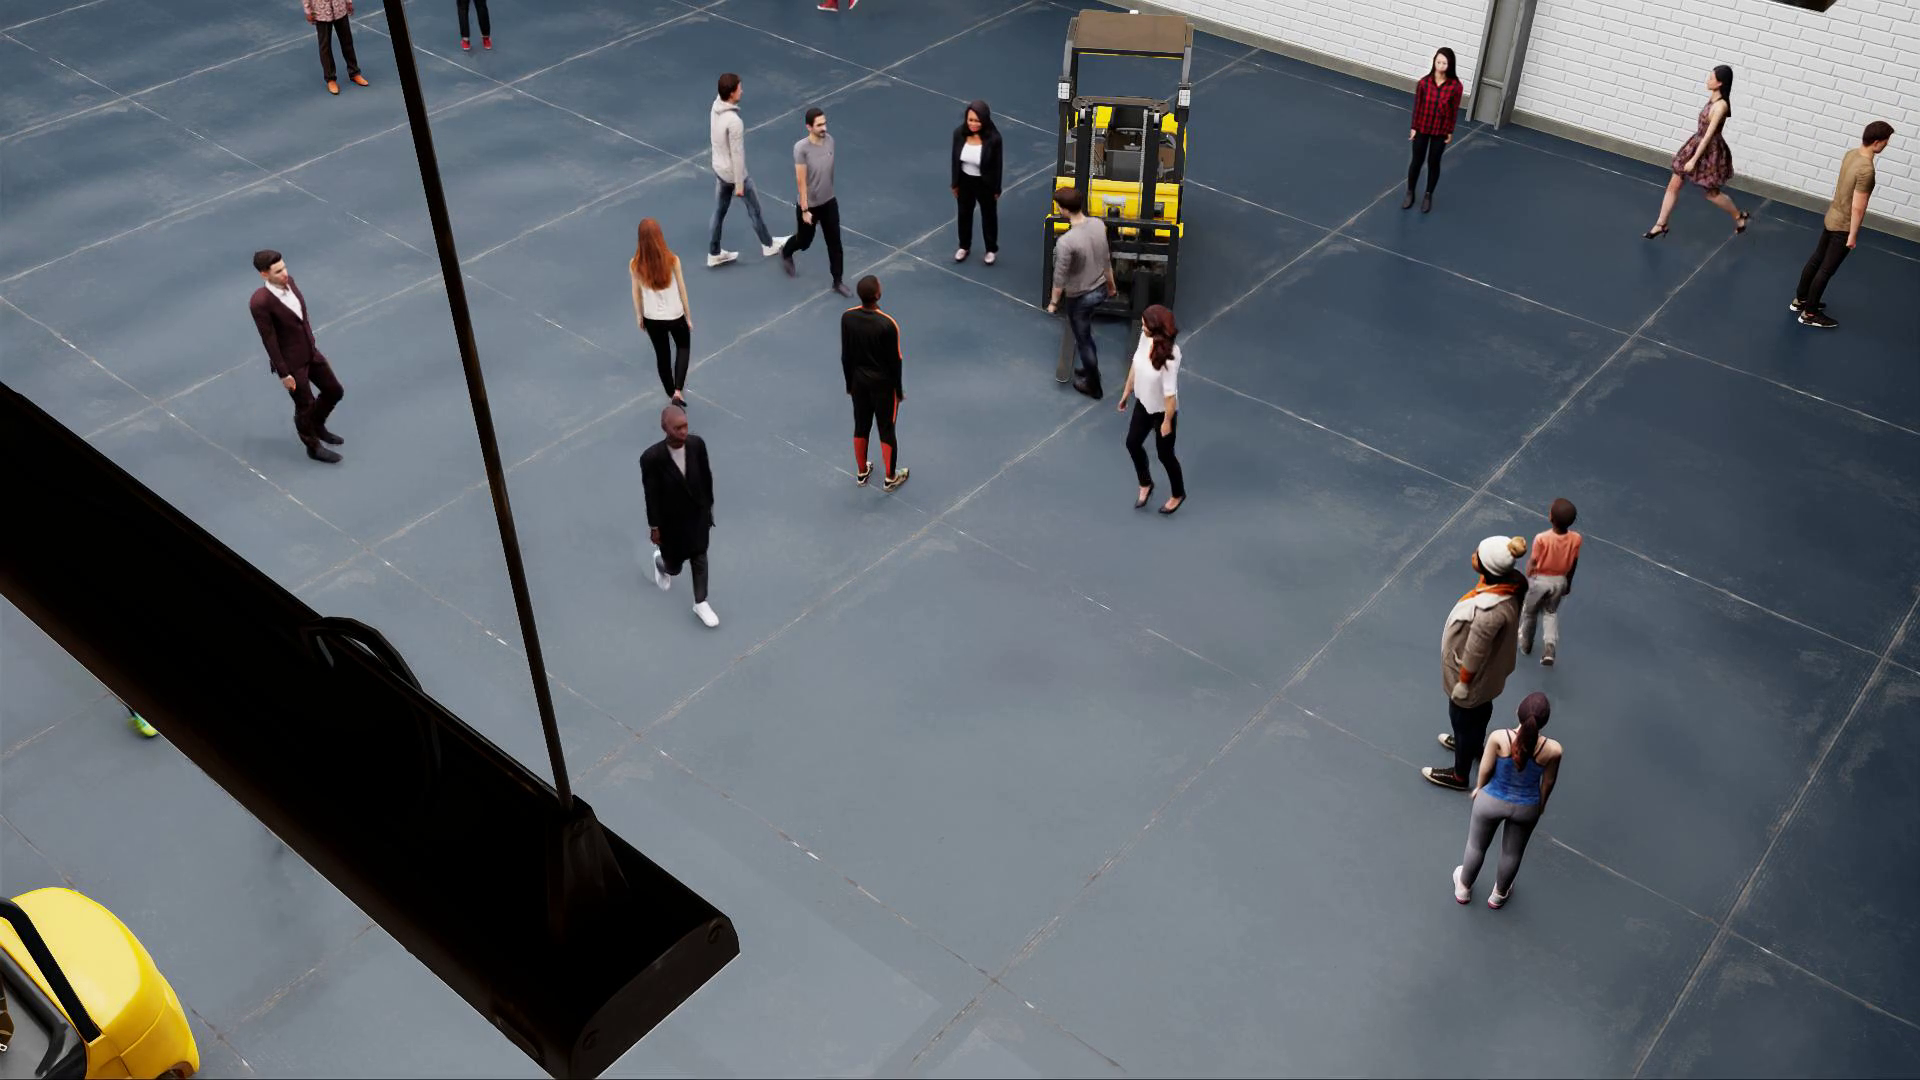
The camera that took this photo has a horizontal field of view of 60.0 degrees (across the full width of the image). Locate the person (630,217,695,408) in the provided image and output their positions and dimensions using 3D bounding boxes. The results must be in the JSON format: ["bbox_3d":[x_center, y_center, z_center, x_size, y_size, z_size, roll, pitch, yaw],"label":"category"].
[{"bbox_3d":[-2.355,-1.732,13.239,0.777,1.715,0.837,-1,39,-1],"label":"person"}]

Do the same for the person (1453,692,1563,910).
[{"bbox_3d":[3.075,1.462,9.324,0.604,1.610,0.705,10,40,13],"label":"person"}]

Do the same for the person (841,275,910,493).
[{"bbox_3d":[-0.654,-1.176,12.469,0.586,1.808,0.740,14,41,17],"label":"person"}]

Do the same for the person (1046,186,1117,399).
[{"bbox_3d":[1.065,-1.928,13.361,0.789,1.869,0.707,-29,47,-31],"label":"person"}]

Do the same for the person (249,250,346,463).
[{"bbox_3d":[-5.153,-1.414,12.730,0.806,1.853,0.815,8,39,10],"label":"person"}]

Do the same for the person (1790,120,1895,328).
[{"bbox_3d":[7.641,-2.757,14.414,0.759,1.850,0.751,5,39,6],"label":"person"}]

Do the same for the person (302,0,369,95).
[{"bbox_3d":[-6.979,-5.890,18.372,0.729,1.807,0.642,-27,46,-30],"label":"person"}]

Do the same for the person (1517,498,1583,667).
[{"bbox_3d":[3.902,0.313,11.014,0.722,1.297,0.768,0,39,-1],"label":"person"}]

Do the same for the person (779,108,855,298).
[{"bbox_3d":[-1.340,-3.038,14.862,0.739,1.731,1.135,-28,46,-30],"label":"person"}]

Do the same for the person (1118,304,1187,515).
[{"bbox_3d":[1.483,-0.982,12.265,0.822,1.758,0.740,-26,46,-29],"label":"person"}]

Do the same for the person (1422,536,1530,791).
[{"bbox_3d":[3.168,0.708,10.043,0.724,1.890,0.725,19,43,23],"label":"person"}]

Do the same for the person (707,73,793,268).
[{"bbox_3d":[-2.176,-3.330,15.157,0.968,1.818,1.116,-23,44,-26],"label":"person"}]

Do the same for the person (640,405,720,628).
[{"bbox_3d":[-1.934,-0.201,11.298,0.814,1.745,0.978,-22,43,-25],"label":"person"}]

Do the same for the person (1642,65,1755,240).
[{"bbox_3d":[7.011,-3.515,15.455,1.255,1.736,1.048,4,39,5],"label":"person"}]

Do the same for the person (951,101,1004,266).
[{"bbox_3d":[0.165,-3.292,15.276,0.701,1.611,0.796,10,40,13],"label":"person"}]

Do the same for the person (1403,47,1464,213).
[{"bbox_3d":[4.574,-3.979,16.104,0.571,1.651,0.707,12,40,14],"label":"person"}]

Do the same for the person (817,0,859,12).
[{"bbox_3d":[-1.479,-7.209,20.138,0.935,1.665,0.821,6,39,7],"label":"person"}]

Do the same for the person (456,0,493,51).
[{"bbox_3d":[-5.658,-6.515,19.197,0.771,1.754,0.810,-11,40,-14],"label":"person"}]
